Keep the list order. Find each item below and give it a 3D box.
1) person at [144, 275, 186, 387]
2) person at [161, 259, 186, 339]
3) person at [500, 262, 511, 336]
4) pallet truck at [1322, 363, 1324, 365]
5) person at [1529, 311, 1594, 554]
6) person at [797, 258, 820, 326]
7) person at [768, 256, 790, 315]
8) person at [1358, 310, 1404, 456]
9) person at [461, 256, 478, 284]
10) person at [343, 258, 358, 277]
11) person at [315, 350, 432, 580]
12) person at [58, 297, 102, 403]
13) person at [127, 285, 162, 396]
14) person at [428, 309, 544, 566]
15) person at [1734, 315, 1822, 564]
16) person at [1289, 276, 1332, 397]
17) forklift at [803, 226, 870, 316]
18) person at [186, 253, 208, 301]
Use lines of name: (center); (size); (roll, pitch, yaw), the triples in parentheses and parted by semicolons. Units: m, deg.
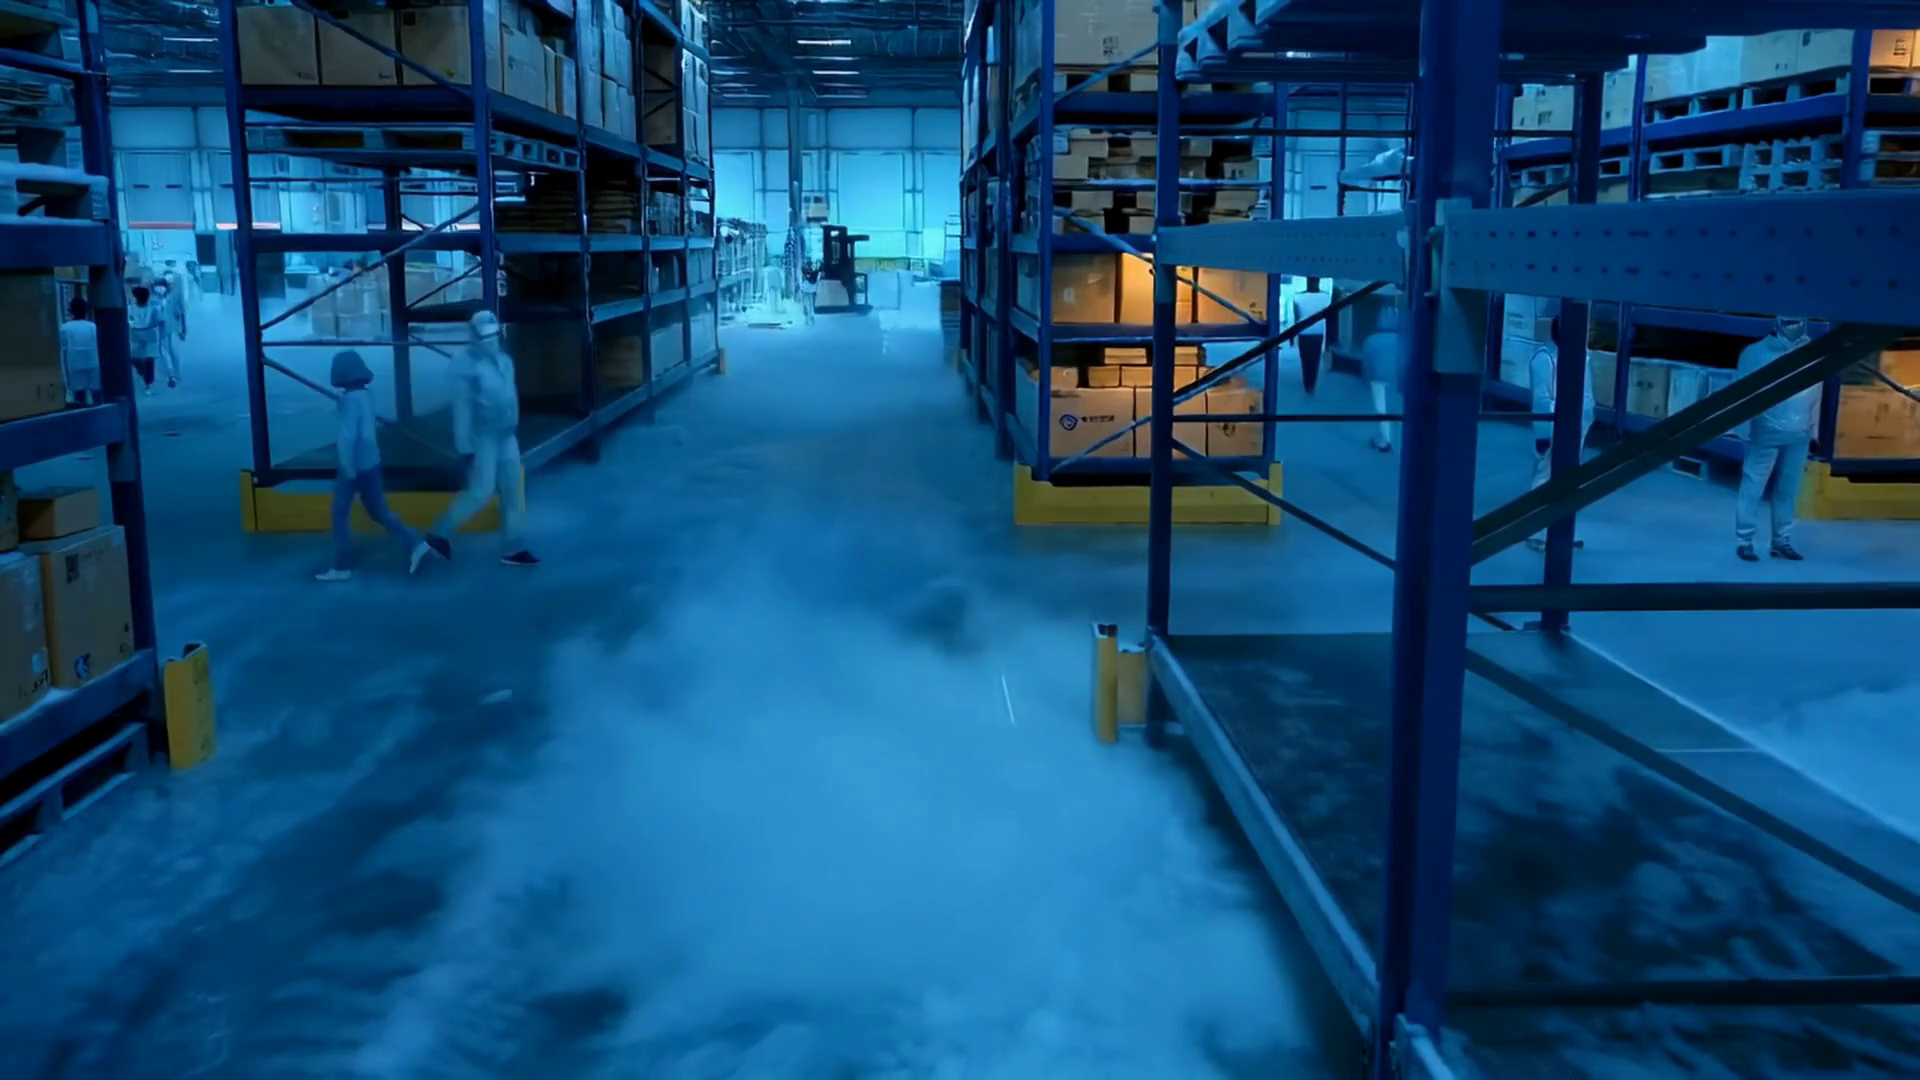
person: (-12.881, -3.385, 26.971); (0.602, 1.806, 0.470); (-7, 12, -33)
person: (-18.859, -5.754, 39.841); (0.382, 1.929, 0.537); (3, 11, 16)
person: (-8.706, -4.391, 32.128); (0.602, 1.966, 0.368); (1, 10, 3)
pallet truck: (7.712, -4.157, 30.737); (1.885, 1.965, 0.823); (3, 11, 16)
person: (4.540, -0.813, 12.544); (0.626, 1.844, 0.429); (-9, 13, -40)
person: (-4.246, -6.939, 46.579); (0.621, 1.865, 0.983); (0, 10, -1)
person: (-5.810, -8.170, 53.416); (1.012, 1.884, 0.651); (9, 14, 42)
person: (4.710, -1.744, 18.402); (0.496, 1.602, 0.815); (-1, 10, -7)
person: (-17.922, -9.469, 60.876); (0.887, 1.809, 0.624); (5, 12, 28)
person: (-18.193, -7.500, 49.765); (0.503, 1.861, 0.328); (3, 11, 17)
person: (-4.096, -0.506, 11.477); (0.742, 1.610, 0.504); (1, 10, 7)
person: (-10.532, -2.073, 20.013); (0.542, 1.677, 0.672); (-6, 12, -28)
person: (-12.476, -3.051, 25.427); (0.546, 1.685, 0.535); (-2, 10, -10)
person: (-3.450, -0.725, 11.958); (0.742, 1.876, 0.682); (3, 11, 16)
person: (5.988, -0.777, 12.164); (0.651, 1.907, 0.409); (-1, 10, -7)
person: (5.354, -3.129, 25.391); (0.605, 1.872, 1.002); (0, 10, 2)
forklift: (-3.942, -8.511, 52.534); (1.873, 2.768, 1.129); (-9, 13, -40)
person: (-30.444, -10.461, 66.143); (1.005, 1.889, 0.647); (4, 11, 24)
